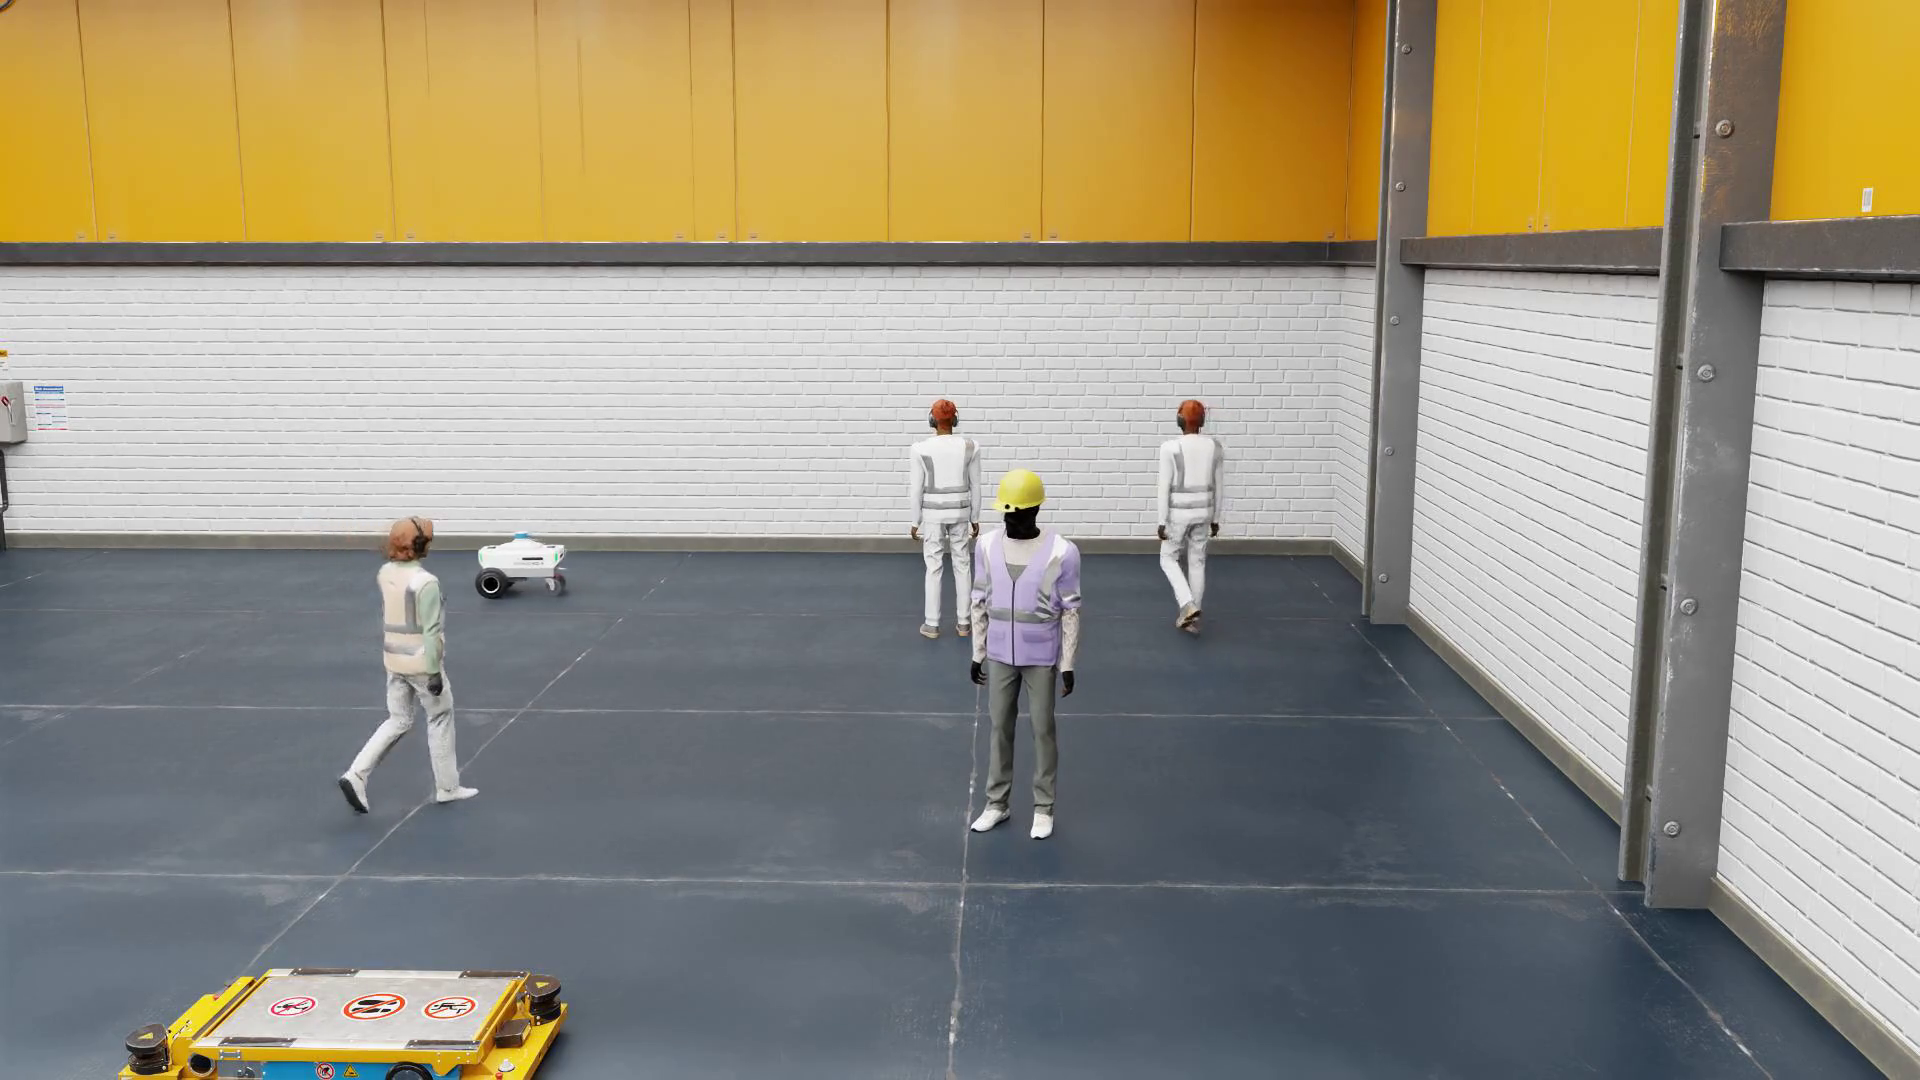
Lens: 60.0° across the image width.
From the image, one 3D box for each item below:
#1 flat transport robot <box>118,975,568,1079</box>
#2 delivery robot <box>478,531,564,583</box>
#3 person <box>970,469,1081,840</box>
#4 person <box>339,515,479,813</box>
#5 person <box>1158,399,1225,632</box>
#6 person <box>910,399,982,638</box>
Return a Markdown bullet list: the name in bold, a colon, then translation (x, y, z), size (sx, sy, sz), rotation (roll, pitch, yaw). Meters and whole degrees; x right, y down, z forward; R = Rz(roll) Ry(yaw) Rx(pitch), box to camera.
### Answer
- **flat transport robot**: translation (-2.249, 1.820, 6.161), size (1.431, 0.197, 0.652), rotation (0, 10, 2)
- **delivery robot**: translation (-3.876, 0.168, 14.725), size (0.707, 0.478, 0.477), rotation (-1, 10, -4)
- **person**: translation (0.323, 0.584, 8.569), size (0.585, 1.921, 0.383), rotation (4, 11, 23)
- **person**: translation (-2.988, 0.678, 8.929), size (0.521, 1.619, 0.700), rotation (8, 12, 38)
- **person**: translation (1.834, -0.176, 13.165), size (0.575, 1.873, 0.478), rotation (-3, 10, -18)
- **person**: translation (-0.114, -0.166, 13.075), size (0.576, 1.883, 0.355), rotation (-2, 10, -13)
